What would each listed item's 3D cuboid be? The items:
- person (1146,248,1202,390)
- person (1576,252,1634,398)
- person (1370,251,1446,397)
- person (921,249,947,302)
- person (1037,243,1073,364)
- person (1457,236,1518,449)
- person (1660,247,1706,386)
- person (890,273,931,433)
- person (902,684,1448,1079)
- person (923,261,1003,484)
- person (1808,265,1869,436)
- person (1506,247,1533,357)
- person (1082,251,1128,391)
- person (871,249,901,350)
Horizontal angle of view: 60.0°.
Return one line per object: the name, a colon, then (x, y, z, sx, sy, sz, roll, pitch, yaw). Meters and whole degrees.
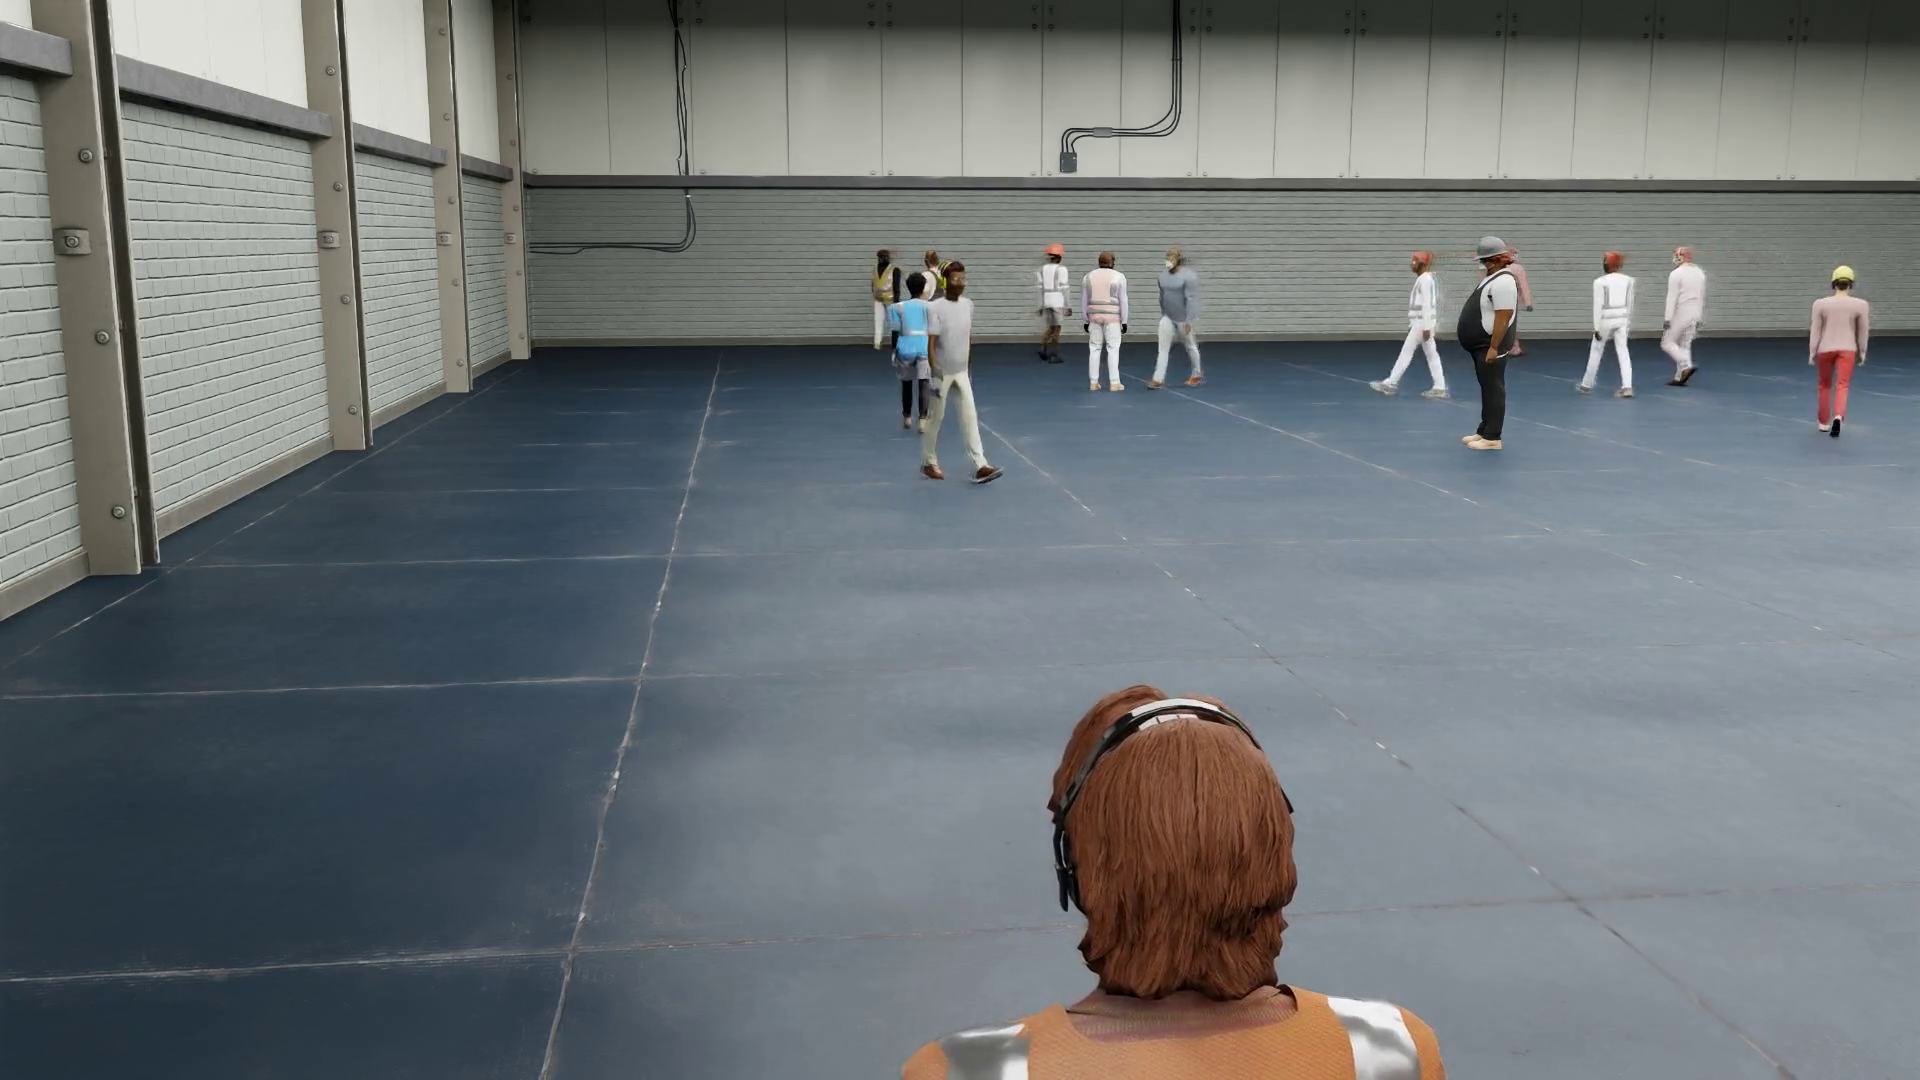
person: (2.925, -2.958, 22.253, 0.640, 1.880, 1.076, 10, 14, 43)
person: (8.269, -2.730, 21.129, 0.572, 1.839, 1.002, -2, 10, -9)
person: (5.731, -2.721, 21.051, 0.985, 1.829, 0.596, 4, 11, 20)
person: (-0.382, -3.260, 24.000, 0.506, 1.839, 0.343, -9, 14, -41)
person: (1.533, -3.773, 26.580, 0.404, 1.921, 0.556, -9, 14, -41)
person: (5.039, -1.891, 15.939, 0.535, 2.000, 0.674, 2, 11, 11)
person: (9.792, -3.005, 22.469, 0.674, 1.884, 0.505, -6, 12, -29)
person: (-0.449, -1.947, 17.319, 0.549, 1.644, 0.890, 0, 10, 0)
person: (0.187, 0.939, 1.524, 0.511, 1.641, 0.307, -2, 11, -10)
person: (-0.037, -1.361, 13.636, 0.558, 1.815, 0.976, -8, 13, -36)
person: (8.979, -1.936, 17.024, 0.530, 1.740, 0.811, 6, 12, 28)
person: (9.165, -3.945, 27.719, 0.993, 1.857, 0.649, -5, 11, -23)
person: (1.926, -2.892, 21.980, 0.634, 1.839, 0.429, 5, 11, 25)
person: (-1.297, -4.339, 30.003, 0.631, 1.816, 0.805, 5, 12, 28)
